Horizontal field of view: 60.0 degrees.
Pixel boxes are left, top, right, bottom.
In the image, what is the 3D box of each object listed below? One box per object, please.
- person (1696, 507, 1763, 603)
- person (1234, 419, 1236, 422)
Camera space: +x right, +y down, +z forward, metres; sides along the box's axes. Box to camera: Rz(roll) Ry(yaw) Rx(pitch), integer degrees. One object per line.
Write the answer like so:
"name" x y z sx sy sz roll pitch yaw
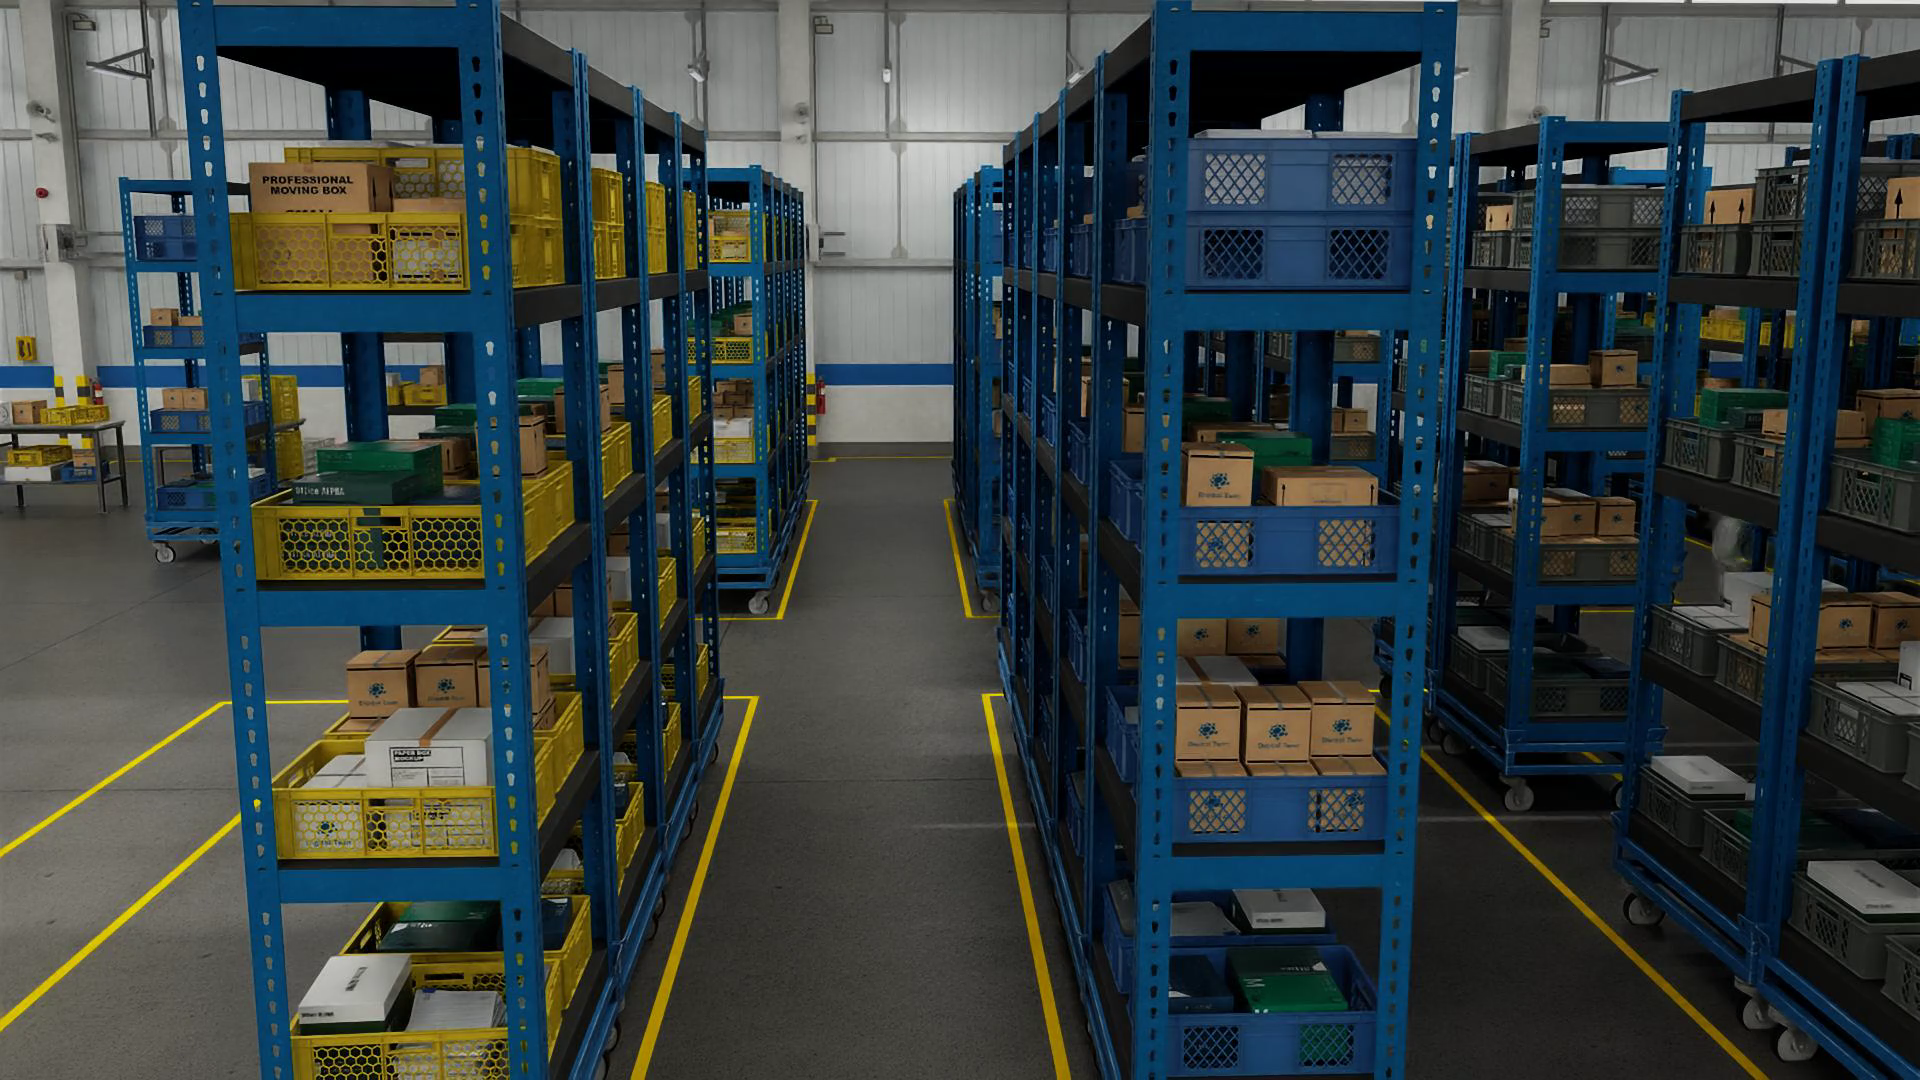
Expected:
"person" 6.127 -0.255 13.257 0.431 1.815 0.604 -1 10 -5
"person" 1.700 0.094 11.006 0.693 1.911 0.506 -4 11 -24
